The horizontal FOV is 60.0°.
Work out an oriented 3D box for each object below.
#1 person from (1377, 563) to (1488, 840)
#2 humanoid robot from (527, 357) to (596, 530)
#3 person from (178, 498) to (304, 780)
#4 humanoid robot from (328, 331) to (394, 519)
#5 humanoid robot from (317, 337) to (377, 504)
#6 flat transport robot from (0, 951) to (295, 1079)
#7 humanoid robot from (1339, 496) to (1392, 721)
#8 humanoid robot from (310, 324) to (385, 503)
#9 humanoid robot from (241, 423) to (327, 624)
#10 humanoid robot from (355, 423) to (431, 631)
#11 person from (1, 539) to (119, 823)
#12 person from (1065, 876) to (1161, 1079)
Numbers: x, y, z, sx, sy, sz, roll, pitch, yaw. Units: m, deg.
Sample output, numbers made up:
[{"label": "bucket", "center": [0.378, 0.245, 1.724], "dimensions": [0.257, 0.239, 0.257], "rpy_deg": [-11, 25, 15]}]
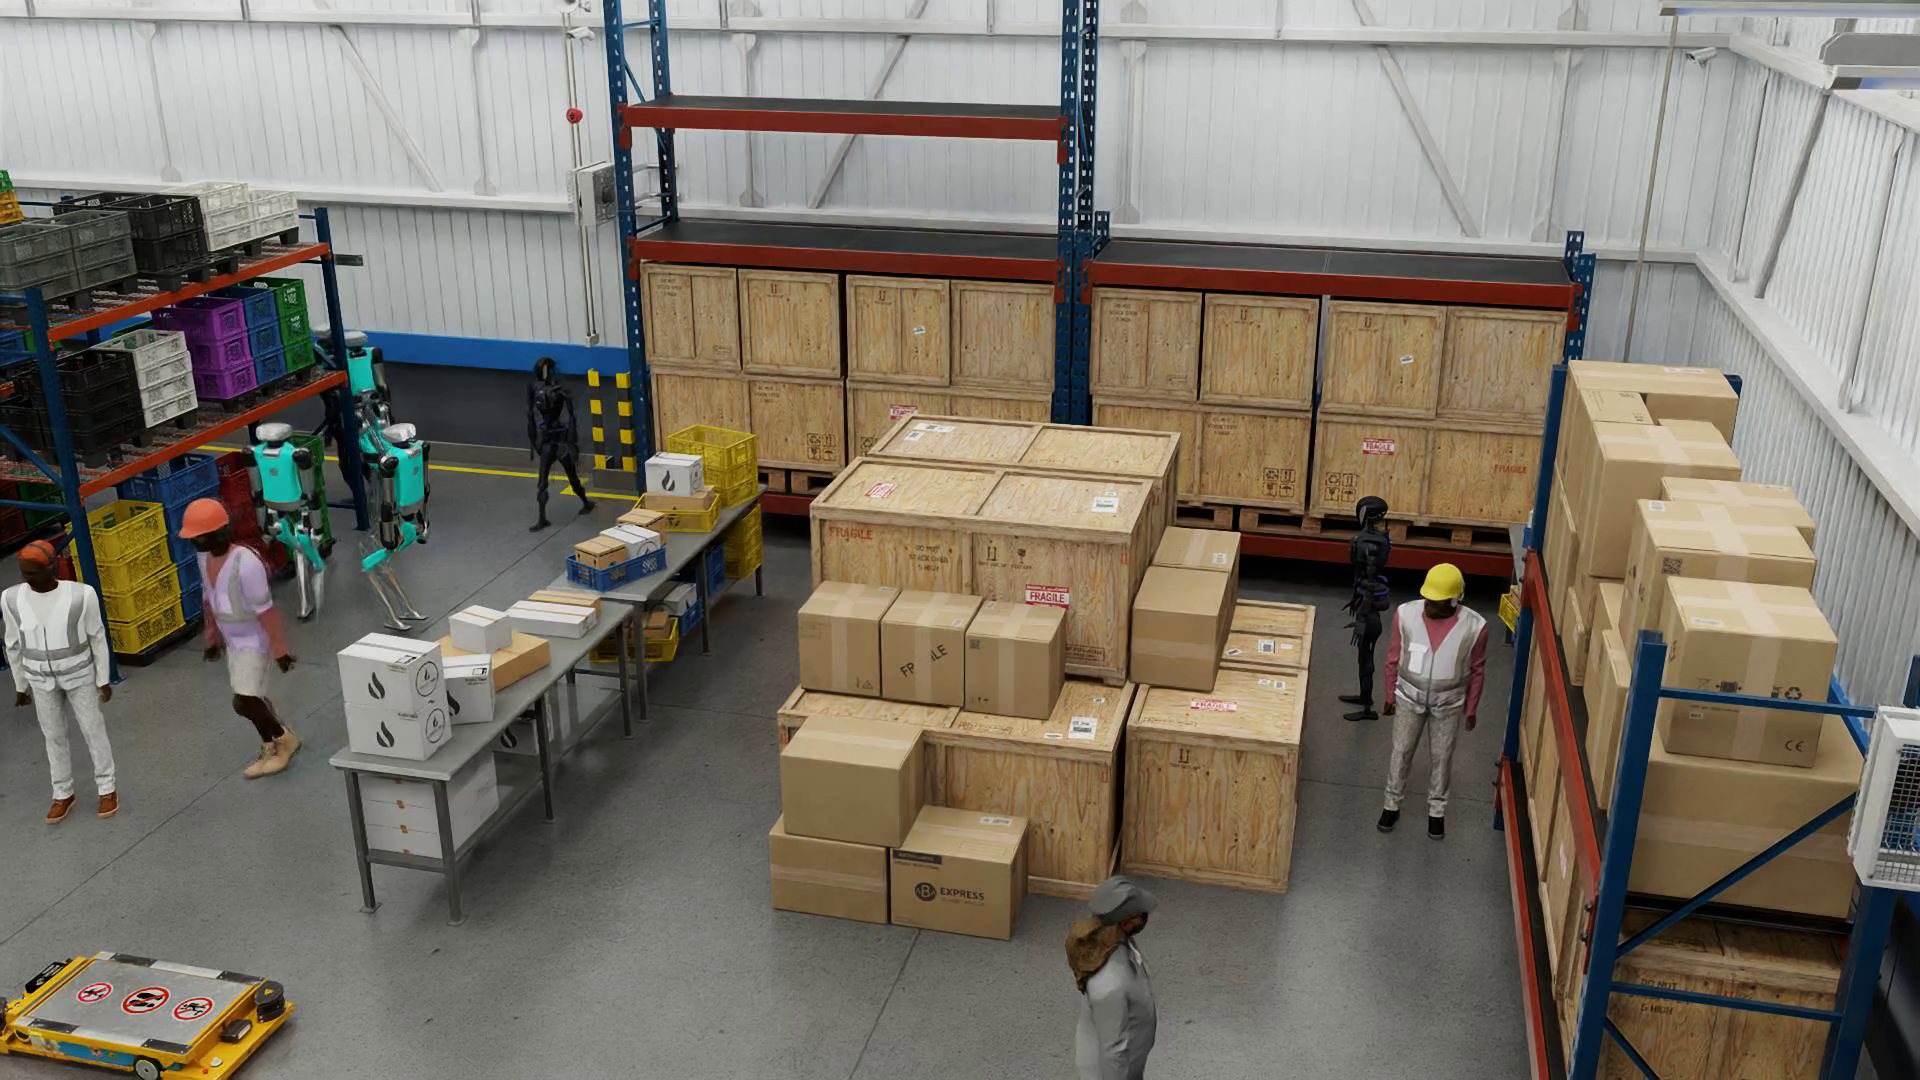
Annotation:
[{"label": "person", "center": [2.910, 0.986, 10.282], "dimensions": [0.588, 1.827, 0.404], "rpy_deg": [8, 22, 20]}, {"label": "humanoid robot", "center": [-3.767, -0.924, 15.580], "dimensions": [0.594, 1.640, 0.786], "rpy_deg": [10, 23, 24]}, {"label": "person", "center": [-4.688, 0.672, 10.844], "dimensions": [0.686, 2.014, 0.507], "rpy_deg": [14, 25, 32]}, {"label": "humanoid robot", "center": [-5.519, -1.056, 15.756], "dimensions": [0.782, 1.785, 0.549], "rpy_deg": [18, 27, 38]}, {"label": "humanoid robot", "center": [-5.929, -1.154, 16.108], "dimensions": [0.437, 1.638, 0.603], "rpy_deg": [2, 21, 6]}, {"label": "flat transport robot", "center": [-4.270, 2.464, 8.601], "dimensions": [1.431, 0.231, 0.659], "rpy_deg": [5, 22, 13]}, {"label": "humanoid robot", "center": [2.877, 0.476, 11.807], "dimensions": [0.315, 1.657, 0.599], "rpy_deg": [3, 21, 9]}, {"label": "humanoid robot", "center": [-5.832, -1.213, 16.162], "dimensions": [0.783, 1.775, 0.530], "rpy_deg": [3, 21, 8]}, {"label": "humanoid robot", "center": [-5.317, -0.126, 13.412], "dimensions": [0.546, 1.845, 0.749], "rpy_deg": [1, 21, 2]}, {"label": "humanoid robot", "center": [-4.535, -0.122, 13.167], "dimensions": [0.738, 1.692, 0.530], "rpy_deg": [7, 22, 18]}, {"label": "person", "center": [-5.653, 0.883, 10.473], "dimensions": [0.572, 1.883, 0.354], "rpy_deg": [-4, 21, -11]}, {"label": "person", "center": [0.636, 2.222, 7.127], "dimensions": [0.396, 1.769, 0.572], "rpy_deg": [1, 21, 4]}]
